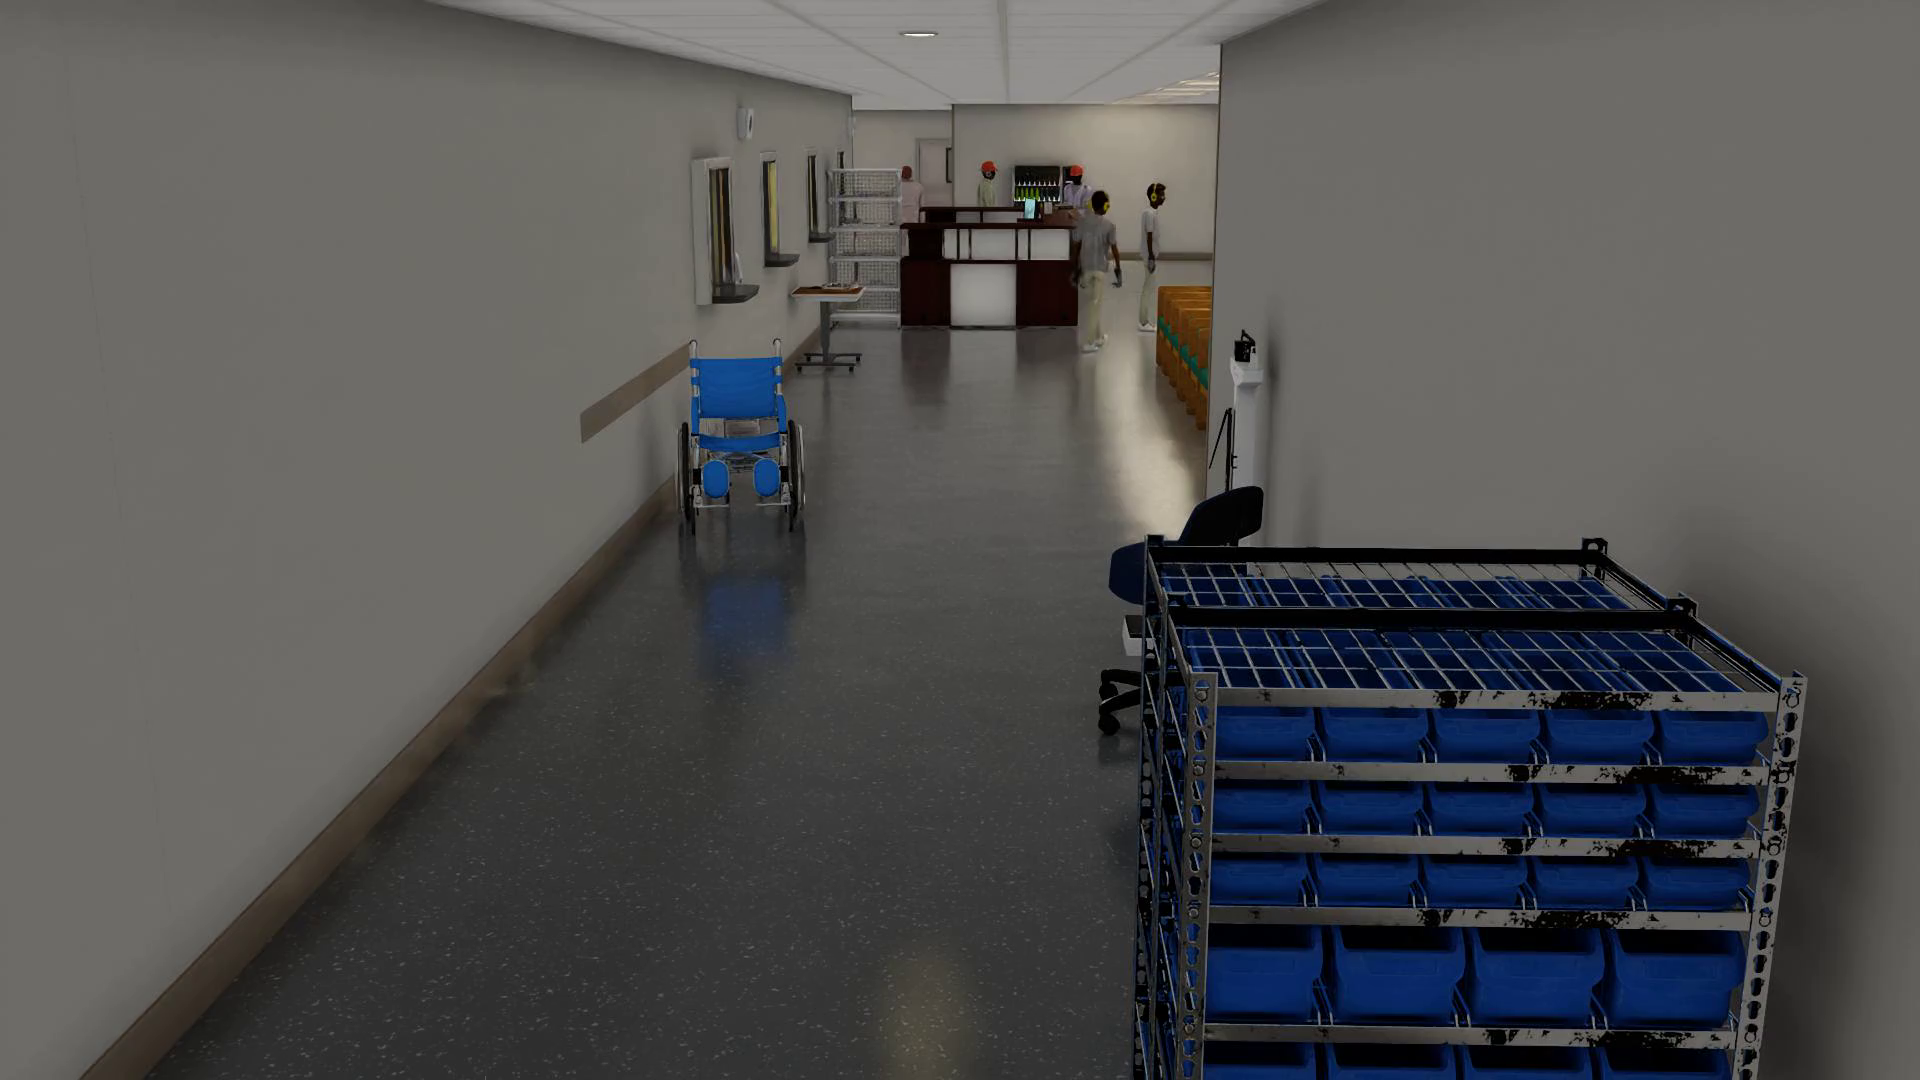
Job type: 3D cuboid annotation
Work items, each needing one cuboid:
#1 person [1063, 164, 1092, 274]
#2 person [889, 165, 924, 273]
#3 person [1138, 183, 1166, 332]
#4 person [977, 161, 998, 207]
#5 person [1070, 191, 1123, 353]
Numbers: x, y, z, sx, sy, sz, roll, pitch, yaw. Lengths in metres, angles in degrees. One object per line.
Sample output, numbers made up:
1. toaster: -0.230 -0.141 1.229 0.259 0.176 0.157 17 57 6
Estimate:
1. person: 2.068 -5.701 29.600 0.545 1.929 0.390 9 16 31
2. person: -0.959 -5.711 29.681 0.655 1.906 0.407 -5 15 -19
3. person: 2.438 -3.586 21.145 0.309 1.864 0.535 2 14 6
4. person: 0.481 -5.612 29.094 0.379 1.996 0.610 -4 14 -15
5. person: 1.636 -3.115 19.297 0.573 1.828 0.895 9 16 31
